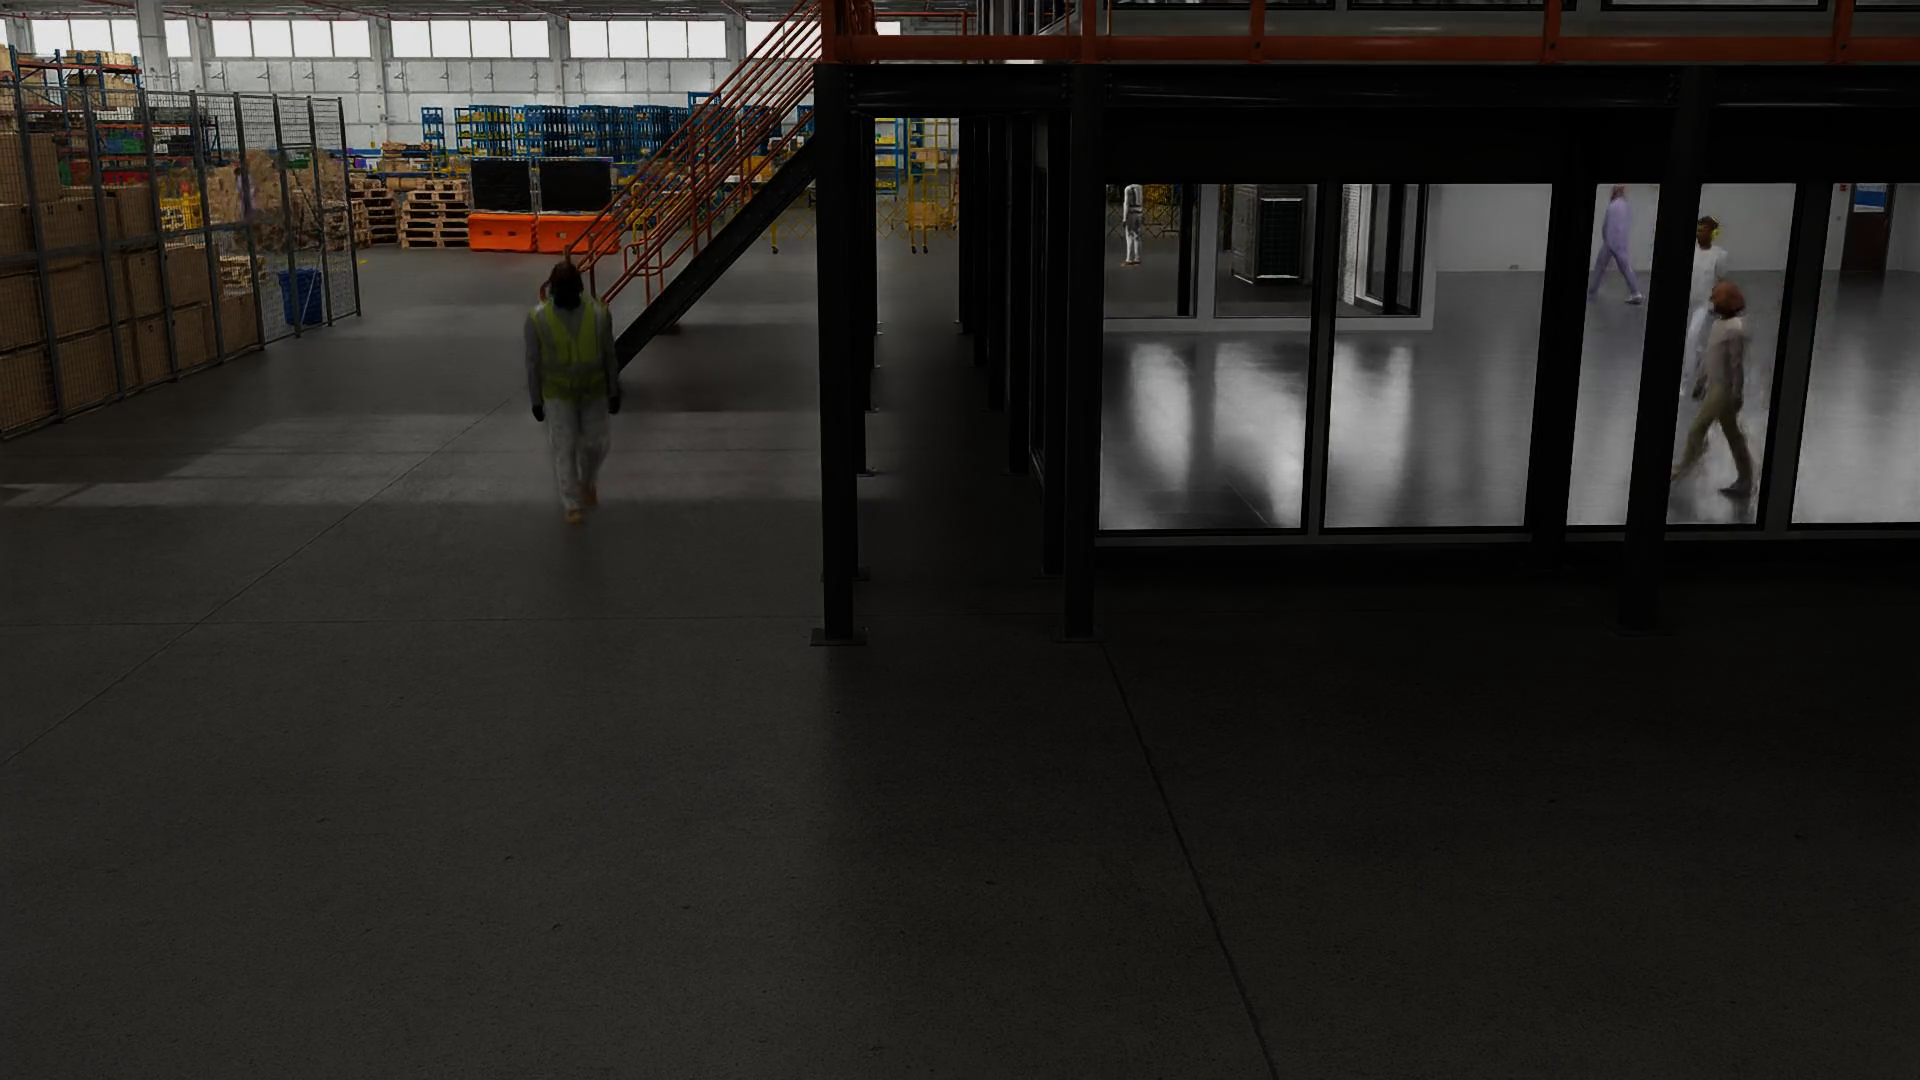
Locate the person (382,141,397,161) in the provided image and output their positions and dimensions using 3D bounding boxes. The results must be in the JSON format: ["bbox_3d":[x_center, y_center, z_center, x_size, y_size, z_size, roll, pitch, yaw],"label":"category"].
[{"bbox_3d":[-27.595,-18.298,80.379,0.659,1.933,1.053,-1,14,-2],"label":"person"}]

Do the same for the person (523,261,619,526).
[{"bbox_3d":[-2.685,-1.017,11.540,0.644,1.824,0.454,-7,15,-25],"label":"person"}]

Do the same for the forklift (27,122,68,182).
[{"bbox_3d":[-35.376,-14.773,64.377,1.129,2.768,1.873,-1,14,-2],"label":"forklift"}]

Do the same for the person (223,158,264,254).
[{"bbox_3d":[-15.464,-7.142,35.641,0.940,2.003,0.621,0,14,-1],"label":"person"}]

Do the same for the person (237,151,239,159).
[{"bbox_3d":[-25.084,-12.681,58.141,0.589,1.833,0.404,-11,18,-36],"label":"person"}]

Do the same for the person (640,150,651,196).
[{"bbox_3d":[-12.220,-14.152,64.165,0.485,1.751,0.544,-10,17,-33],"label":"person"}]
